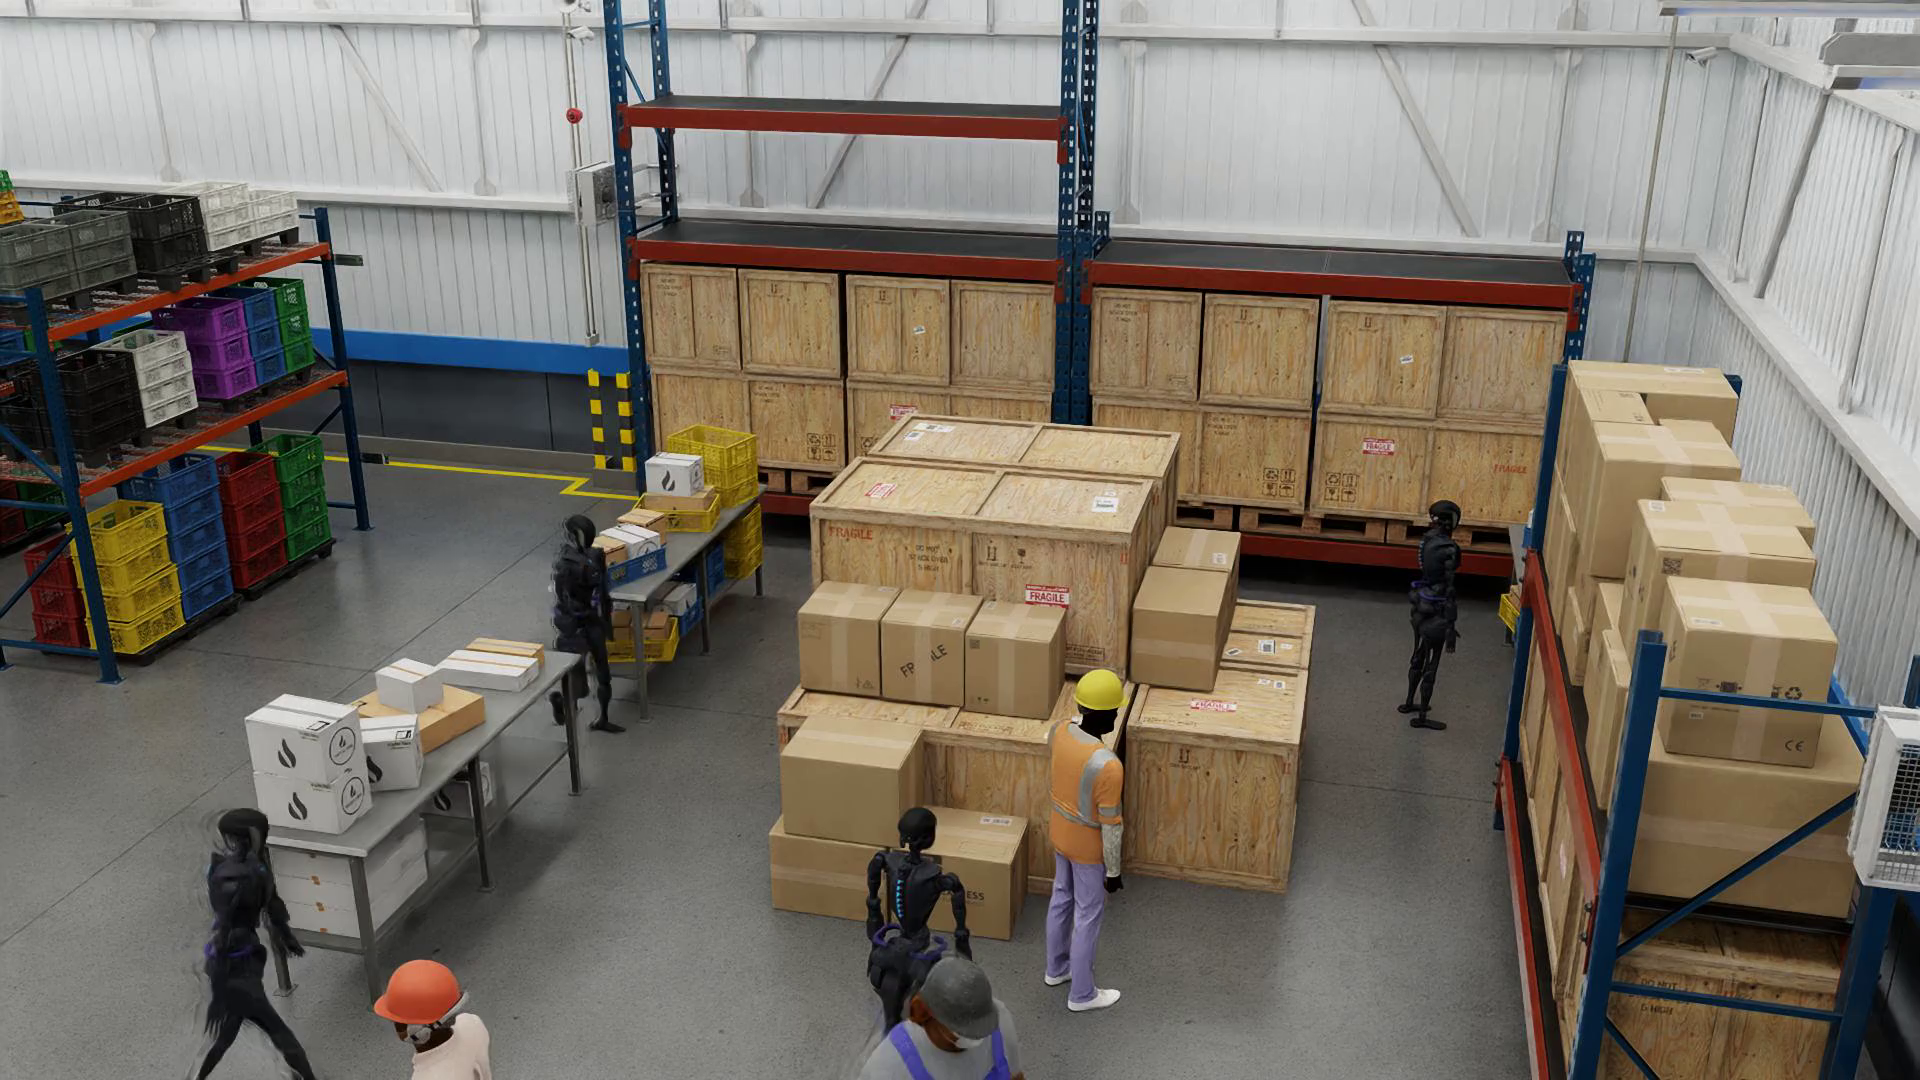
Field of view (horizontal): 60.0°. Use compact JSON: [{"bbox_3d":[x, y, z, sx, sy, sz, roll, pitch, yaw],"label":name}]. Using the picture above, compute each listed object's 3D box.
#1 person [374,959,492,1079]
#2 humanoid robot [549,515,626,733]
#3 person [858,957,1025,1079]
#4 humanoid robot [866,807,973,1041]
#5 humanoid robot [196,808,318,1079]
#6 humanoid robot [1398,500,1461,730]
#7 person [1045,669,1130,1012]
[{"bbox_3d":[-1.908,2.440,6.249,0.379,1.994,0.611,0,21,0],"label":"person"},{"bbox_3d":[-2.652,0.590,11.538,0.450,1.645,0.629,12,24,28],"label":"humanoid robot"},{"bbox_3d":[-0.013,2.391,6.313,0.762,2.000,0.695,19,28,40],"label":"person"},{"bbox_3d":[-0.211,2.003,7.832,0.578,1.652,0.322,12,24,28],"label":"humanoid robot"},{"bbox_3d":[-3.438,2.010,7.934,0.841,1.636,0.592,-4,21,-11],"label":"humanoid robot"},{"bbox_3d":[3.355,0.507,11.727,0.329,1.657,0.587,-2,21,-4],"label":"humanoid robot"},{"bbox_3d":[0.669,1.558,8.670,0.399,1.919,0.579,-12,24,-29],"label":"person"}]
